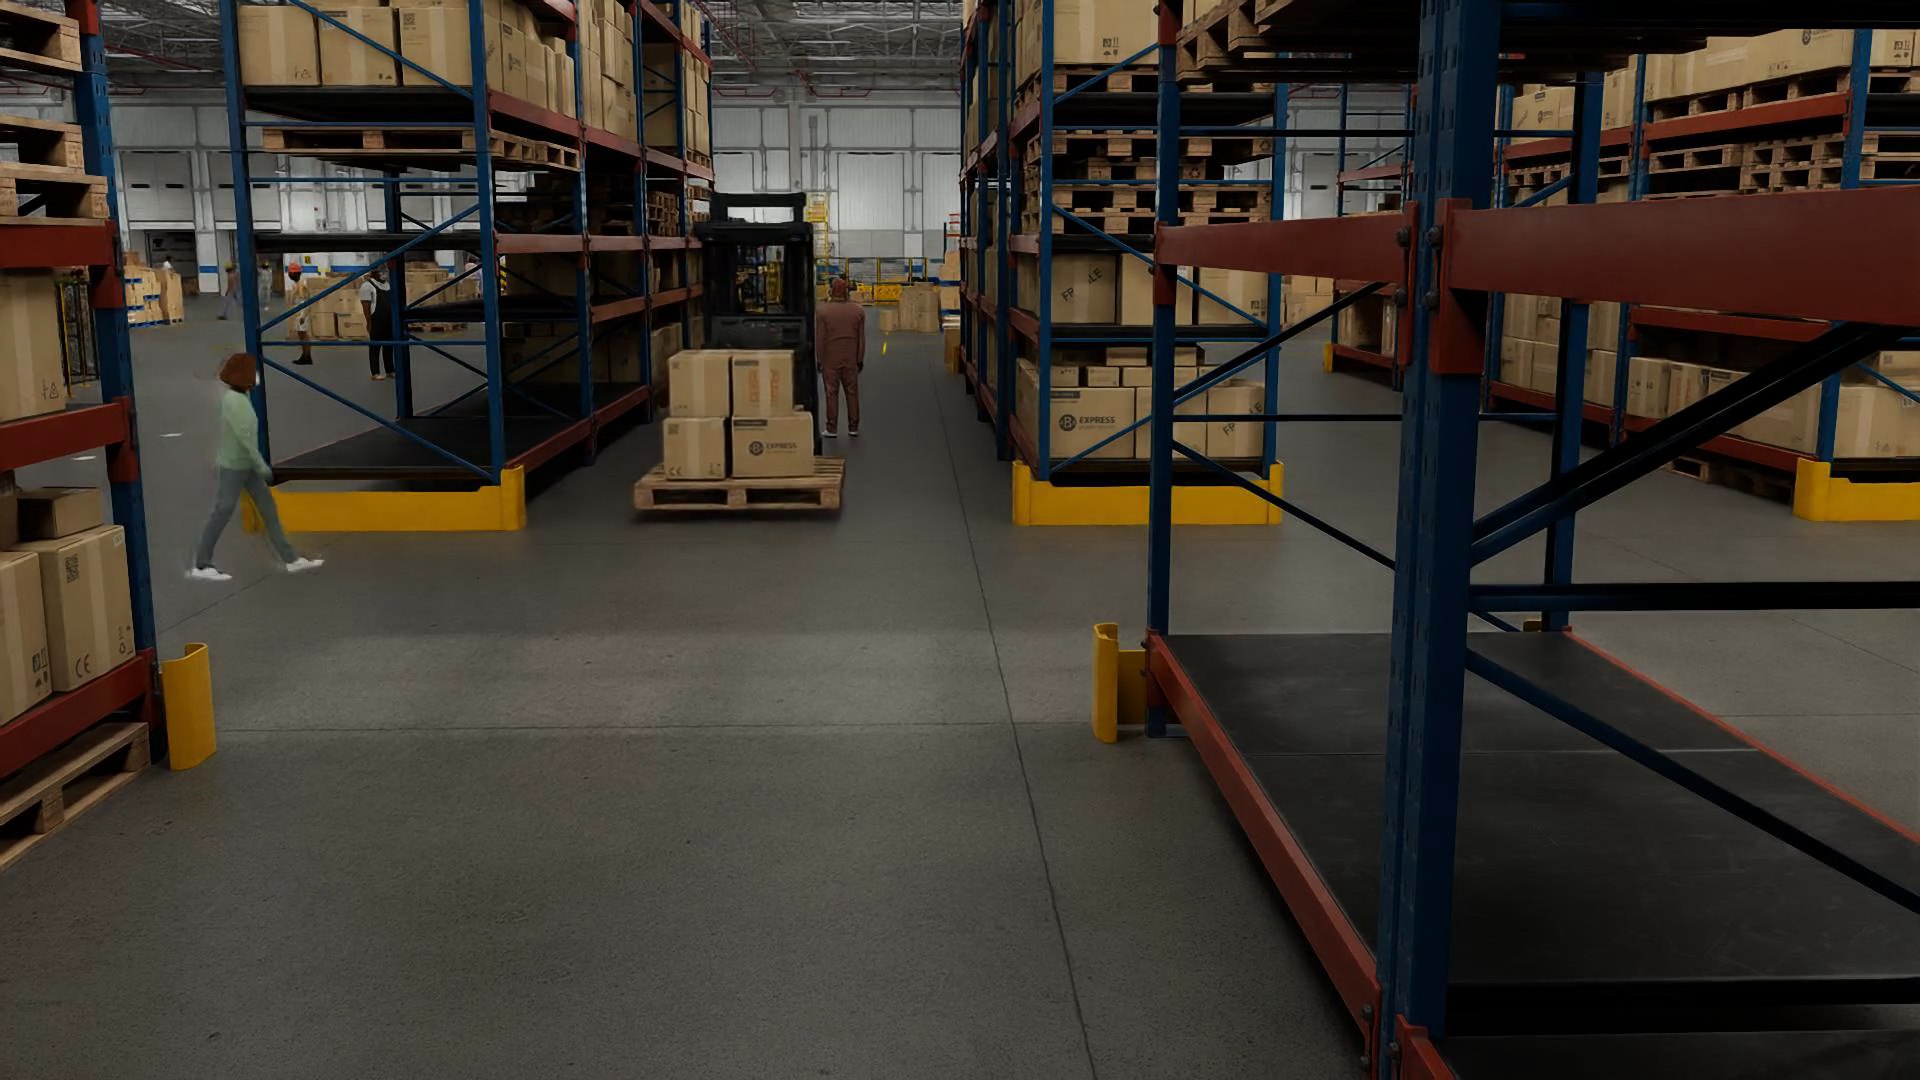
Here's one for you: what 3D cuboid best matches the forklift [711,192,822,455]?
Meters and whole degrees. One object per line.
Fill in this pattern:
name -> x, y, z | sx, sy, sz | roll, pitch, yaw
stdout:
forklift -> -1.992, -2.093, 16.779 | 1.129, 2.768, 1.873 | 0, 10, -2

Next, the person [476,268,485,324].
person -> -13.451, -7.096, 47.349 | 0.582, 1.919, 0.395 | -3, 11, -17

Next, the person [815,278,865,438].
person -> -1.456, -2.178, 19.967 | 0.655, 1.906, 0.407 | -5, 11, -27

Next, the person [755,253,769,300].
person -> -8.022, -10.628, 67.157 | 0.553, 1.872, 0.998 | 3, 11, 18

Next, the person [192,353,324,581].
person -> -4.959, -0.503, 11.533 | 0.859, 1.581, 0.497 | -2, 10, -13

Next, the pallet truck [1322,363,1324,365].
pallet truck -> 7.712, -4.157, 30.737 | 1.885, 1.965, 0.823 | 3, 11, 16

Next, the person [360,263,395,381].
person -> -9.787, -3.734, 28.261 | 0.537, 2.000, 0.689 | 5, 11, 27

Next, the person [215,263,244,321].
person -> -21.698, -7.395, 49.574 | 0.935, 1.714, 0.529 | -3, 11, -16

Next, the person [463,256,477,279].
person -> -16.916, -8.927, 57.763 | 0.619, 1.838, 0.430 | 4, 11, 23

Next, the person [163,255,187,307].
person -> -28.459, -9.308, 59.739 | 1.012, 1.898, 0.647 | -5, 11, -27

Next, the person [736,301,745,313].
person -> -2.464, -1.793, 18.404 | 0.540, 1.695, 0.317 | -6, 12, -30

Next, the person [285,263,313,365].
person -> -12.653, -4.319, 31.809 | 0.375, 1.935, 0.551 | -6, 12, -31

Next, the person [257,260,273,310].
person -> -24.023, -8.811, 57.459 | 0.529, 1.708, 0.431 | -5, 11, -26

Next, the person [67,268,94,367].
person -> -16.588, -4.174, 31.244 | 0.644, 1.853, 0.531 | 0, 10, -1

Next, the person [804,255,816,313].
person -> -4.893, -8.190, 53.405 | 0.648, 1.926, 0.561 | 4, 11, 23
